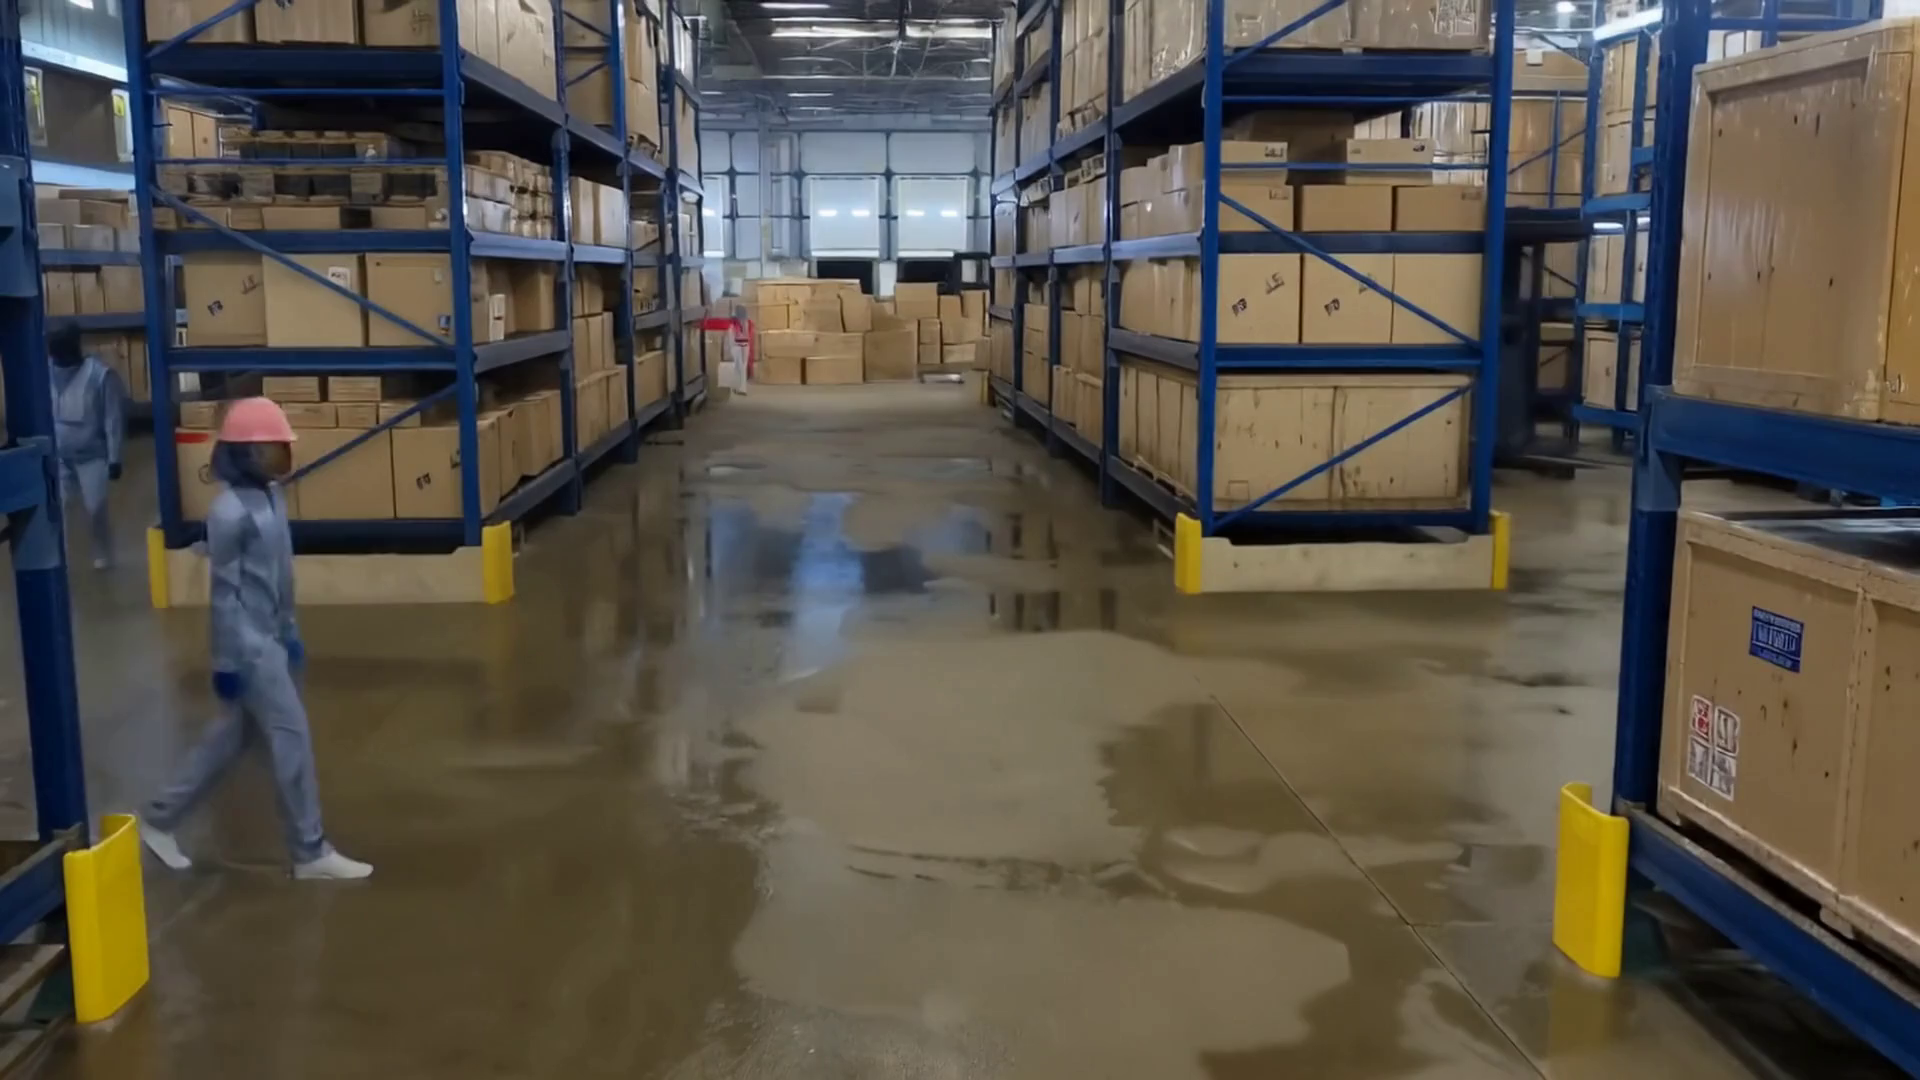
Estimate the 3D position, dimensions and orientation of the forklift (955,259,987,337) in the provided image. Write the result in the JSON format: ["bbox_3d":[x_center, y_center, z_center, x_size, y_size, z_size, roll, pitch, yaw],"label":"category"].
[{"bbox_3d":[0.278,-7.332,50.367,1.129,2.768,1.873,-2,9,-10],"label":"forklift"}]

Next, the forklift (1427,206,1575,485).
[{"bbox_3d":[5.353,-2.068,17.313,1.129,2.768,1.873,-4,10,-24],"label":"forklift"}]

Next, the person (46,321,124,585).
[{"bbox_3d":[-5.943,-0.542,11.093,0.654,1.802,0.901,-2,9,-9],"label":"person"}]

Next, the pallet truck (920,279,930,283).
[{"bbox_3d":[-0.932,-8.922,63.114,1.885,1.965,0.823,2,9,13],"label":"pallet truck"}]

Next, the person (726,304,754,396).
[{"bbox_3d":[-3.849,-3.323,29.133,0.527,1.621,0.388,-7,11,-37],"label":"person"}]

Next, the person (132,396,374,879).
[{"bbox_3d":[-2.528,0.350,5.785,0.820,1.710,0.495,-1,9,-5],"label":"person"}]
